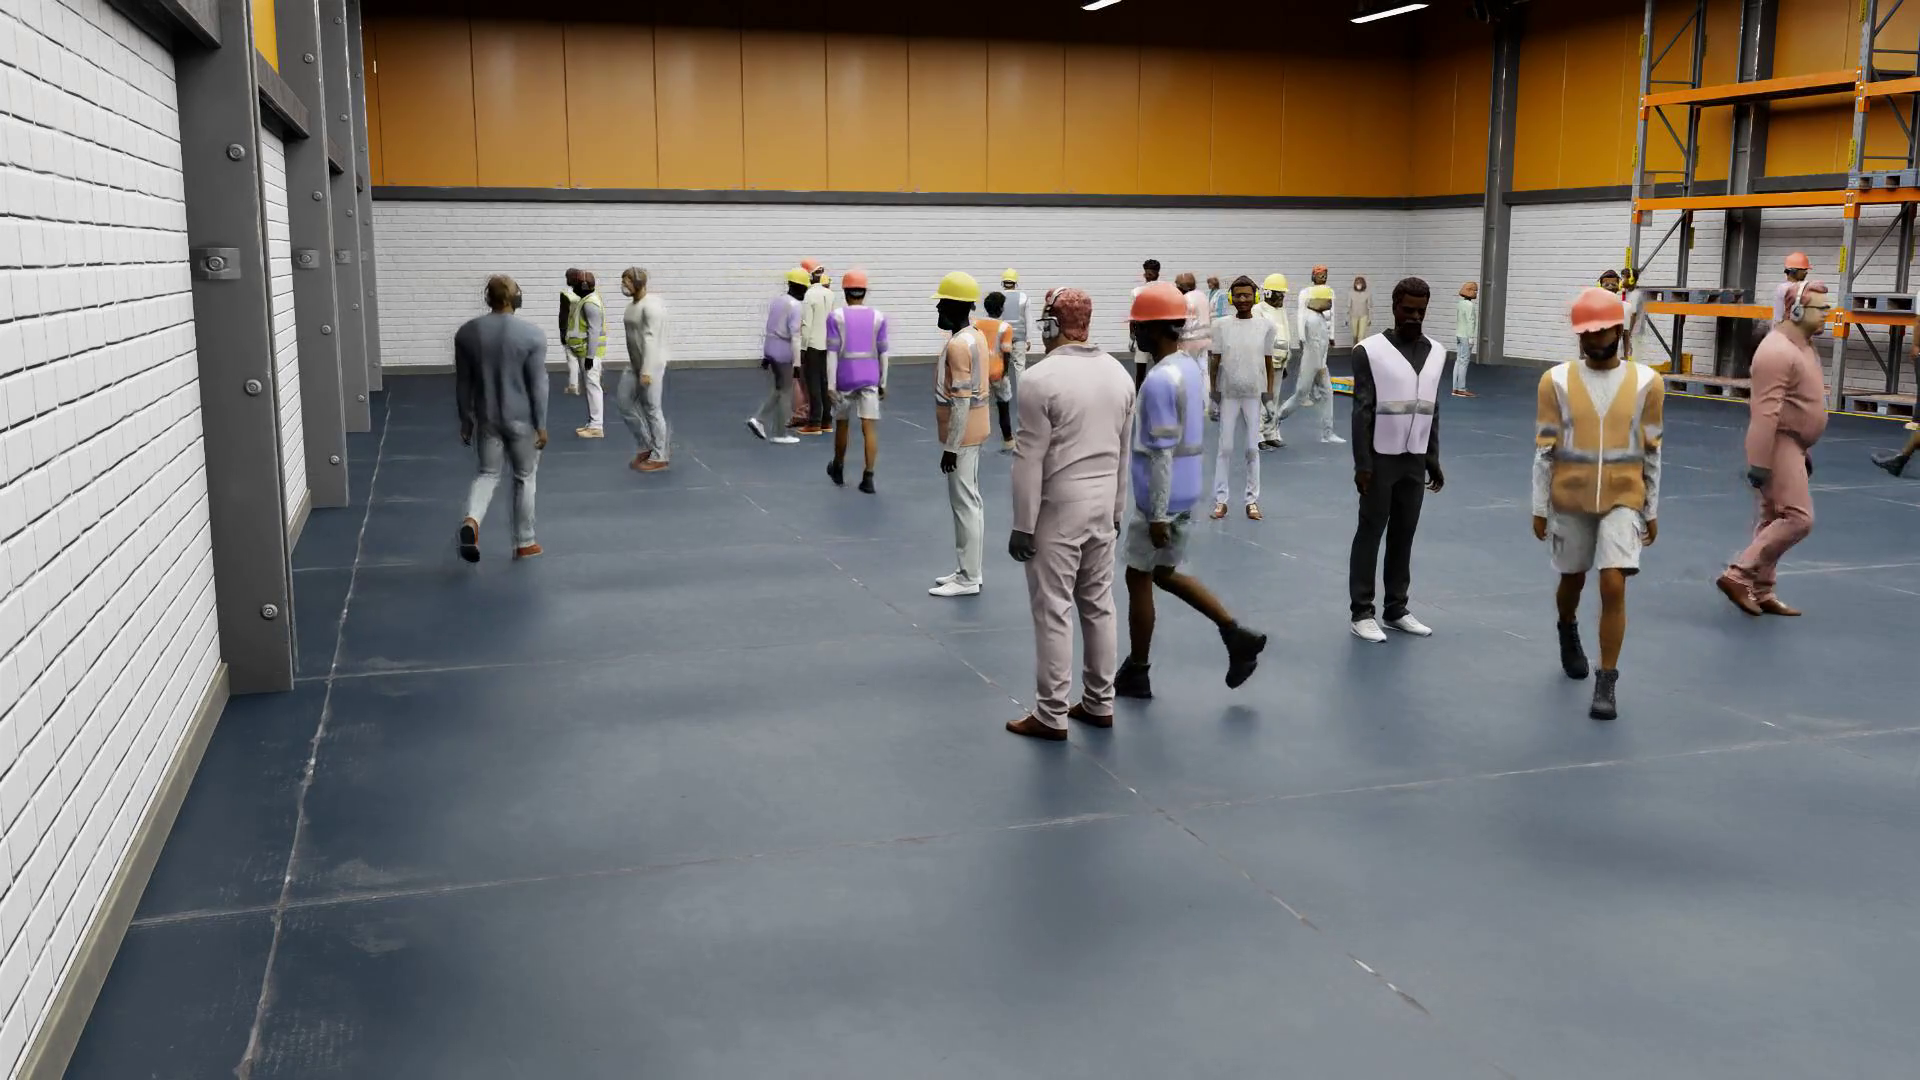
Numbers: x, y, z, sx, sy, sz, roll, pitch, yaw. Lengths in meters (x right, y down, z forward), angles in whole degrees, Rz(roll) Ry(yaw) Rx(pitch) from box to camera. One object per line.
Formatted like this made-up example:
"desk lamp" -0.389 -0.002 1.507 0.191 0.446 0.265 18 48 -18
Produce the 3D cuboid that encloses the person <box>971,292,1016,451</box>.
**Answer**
"person" 0.293 -1.685 16.881 0.536 1.650 0.869 5 11 25

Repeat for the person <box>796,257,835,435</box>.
"person" -1.640 -2.183 18.774 0.387 1.988 0.608 5 11 27

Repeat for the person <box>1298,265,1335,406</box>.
"person" 4.759 -2.725 22.233 0.575 1.882 0.338 -5 11 -27

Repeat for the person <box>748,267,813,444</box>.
"person" -1.867 -1.957 17.741 0.613 1.889 0.620 -6 12 -33

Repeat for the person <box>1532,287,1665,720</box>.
"person" 2.894 -0.203 7.583 0.544 1.902 0.896 3 10 18

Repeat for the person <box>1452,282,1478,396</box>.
"person" 7.249 -2.874 23.801 0.273 1.631 0.507 0 10 -1

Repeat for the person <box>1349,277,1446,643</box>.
"person" 2.310 -0.428 8.831 0.587 1.915 0.393 -5 11 -27

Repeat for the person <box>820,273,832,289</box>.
"person" -1.896 -2.808 23.048 0.317 1.765 0.522 -4 11 -24

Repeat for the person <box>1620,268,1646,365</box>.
"person" 9.034 -2.770 22.616 0.880 1.828 0.532 2 10 9

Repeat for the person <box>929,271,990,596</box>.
"person" -0.001 -0.627 9.930 0.354 1.930 0.588 1 10 8

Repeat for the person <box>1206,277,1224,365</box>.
"person" 4.592 -3.958 30.184 0.868 1.585 0.519 -6 11 -30

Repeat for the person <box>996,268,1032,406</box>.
"person" 0.668 -2.696 22.194 0.587 1.834 0.403 0 10 2

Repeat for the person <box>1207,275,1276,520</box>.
"person" 2.160 -1.085 12.761 0.518 1.872 0.326 1 10 8

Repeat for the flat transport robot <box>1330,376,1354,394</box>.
"flat transport robot" 5.737 -2.225 23.979 0.652 0.197 1.431 -3 10 -16

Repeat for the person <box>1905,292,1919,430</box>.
"person" 11.290 -2.280 19.180 0.677 2.000 0.535 0 10 -1

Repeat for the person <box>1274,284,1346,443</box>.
"person" 3.736 -1.900 17.941 0.823 1.710 0.480 6 11 29

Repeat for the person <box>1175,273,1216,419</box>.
"person" 2.856 -2.363 20.393 0.562 1.794 0.655 7 12 37

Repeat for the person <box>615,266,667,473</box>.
"person" -2.951 -1.576 15.447 0.458 1.919 0.638 -7 12 -37

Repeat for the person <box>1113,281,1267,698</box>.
"person" 0.979 -0.203 7.511 0.721 1.922 0.555 5 11 25

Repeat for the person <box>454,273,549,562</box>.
"person" -3.003 -0.775 10.838 0.637 1.919 0.760 1 10 8

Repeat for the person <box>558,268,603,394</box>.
"person" -5.483 -2.995 23.931 0.578 1.829 0.645 8 13 40

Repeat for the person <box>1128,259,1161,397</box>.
"person" 2.426 -2.576 21.112 0.605 1.966 0.373 4 11 24

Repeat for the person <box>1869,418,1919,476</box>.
"person" 8.821 -1.470 14.943 0.557 1.882 0.991 -9 13 -42

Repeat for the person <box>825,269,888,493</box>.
"person" -0.917 -1.385 14.424 0.567 1.890 0.958 -3 10 -15

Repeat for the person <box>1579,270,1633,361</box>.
"person" 6.608 -1.829 17.065 0.510 1.872 0.328 2 10 9

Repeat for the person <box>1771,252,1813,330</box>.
"person" 9.846 -2.380 19.751 0.394 2.041 0.612 3 10 16

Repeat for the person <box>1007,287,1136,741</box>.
"person" 0.448 -0.112 7.048 0.641 1.902 0.402 -9 13 -43

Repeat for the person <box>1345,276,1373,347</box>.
"person" 7.675 -4.273 31.983 0.508 1.603 0.717 4 10 20

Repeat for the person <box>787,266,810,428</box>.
"person" -1.912 -2.249 19.439 0.542 1.885 0.685 0 10 -3

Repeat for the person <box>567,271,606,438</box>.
"person" -4.142 -2.059 18.482 0.429 1.842 0.636 -3 10 -14

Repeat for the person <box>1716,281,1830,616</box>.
"person" 4.600 -0.485 9.251 0.419 1.891 0.644 7 12 34

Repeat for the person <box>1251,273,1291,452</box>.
"person" 3.212 -1.830 17.183 0.403 1.831 0.586 8 13 38
